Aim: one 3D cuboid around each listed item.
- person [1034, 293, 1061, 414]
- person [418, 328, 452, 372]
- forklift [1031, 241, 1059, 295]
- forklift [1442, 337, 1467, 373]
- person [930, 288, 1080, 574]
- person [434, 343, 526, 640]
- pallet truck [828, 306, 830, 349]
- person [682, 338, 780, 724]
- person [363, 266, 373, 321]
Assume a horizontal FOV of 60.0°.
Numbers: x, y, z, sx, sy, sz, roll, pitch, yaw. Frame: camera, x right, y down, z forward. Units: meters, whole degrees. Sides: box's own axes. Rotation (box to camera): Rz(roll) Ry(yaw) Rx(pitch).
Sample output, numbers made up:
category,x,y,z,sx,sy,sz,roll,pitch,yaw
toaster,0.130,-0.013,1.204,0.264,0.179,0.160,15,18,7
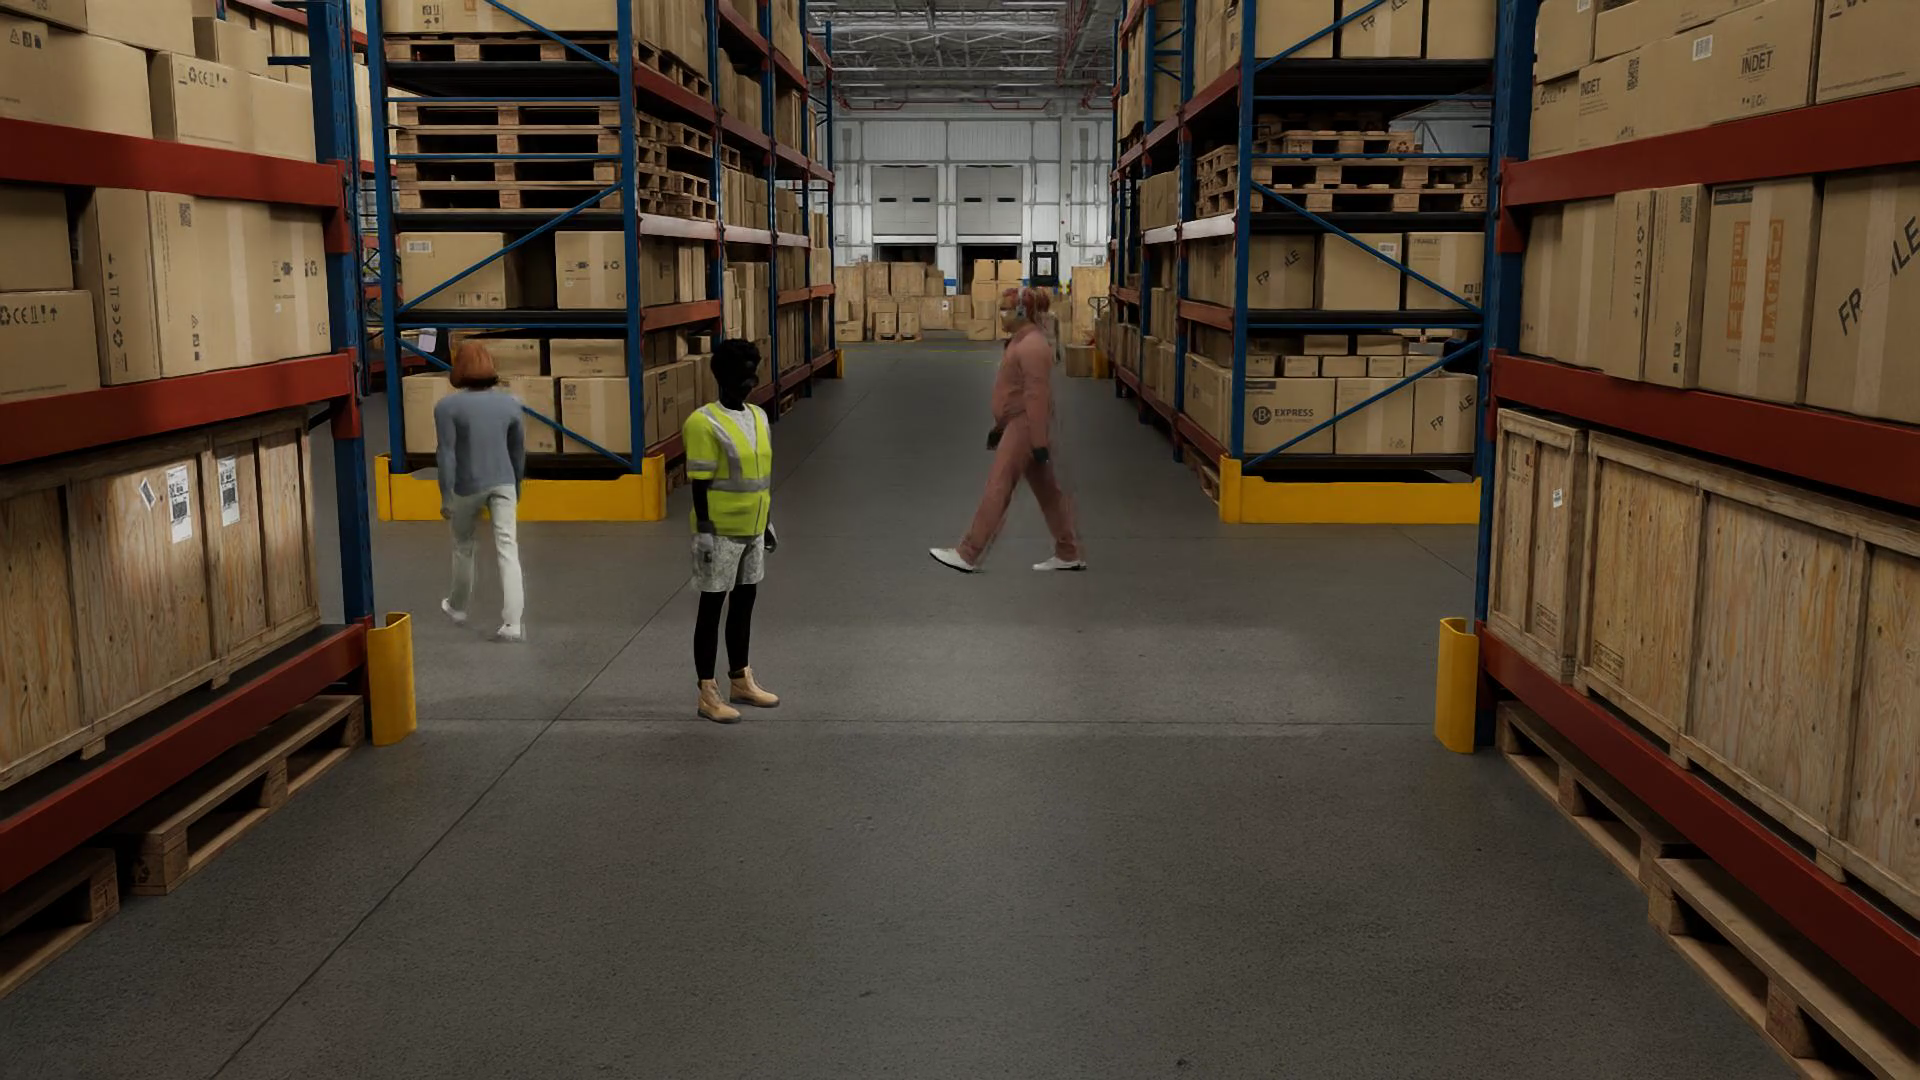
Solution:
category,x,y,z,sx,sy,sz,roll,pitch,yaw
person,1.144,-2.484,22.261,0.551,1.611,0.483,-9,13,-42
person,-6.169,-2.199,19.611,0.392,1.920,0.592,-7,12,-37
forklift,3.208,-9.956,63.196,1.129,2.768,1.873,0,9,1
forklift,6.428,-2.661,19.505,1.129,2.768,1.873,0,9,1
person,0.330,-0.695,10.795,0.997,1.856,0.647,1,10,5
person,-2.609,-0.275,9.055,0.523,1.581,0.848,-7,12,-35
pallet truck,-3.100,-3.940,29.800,1.885,1.965,0.823,3,10,19
person,-1.009,-0.048,7.401,0.320,1.692,0.531,5,11,30
person,-19.426,-7.960,54.162,0.628,1.902,0.483,2,10,13
